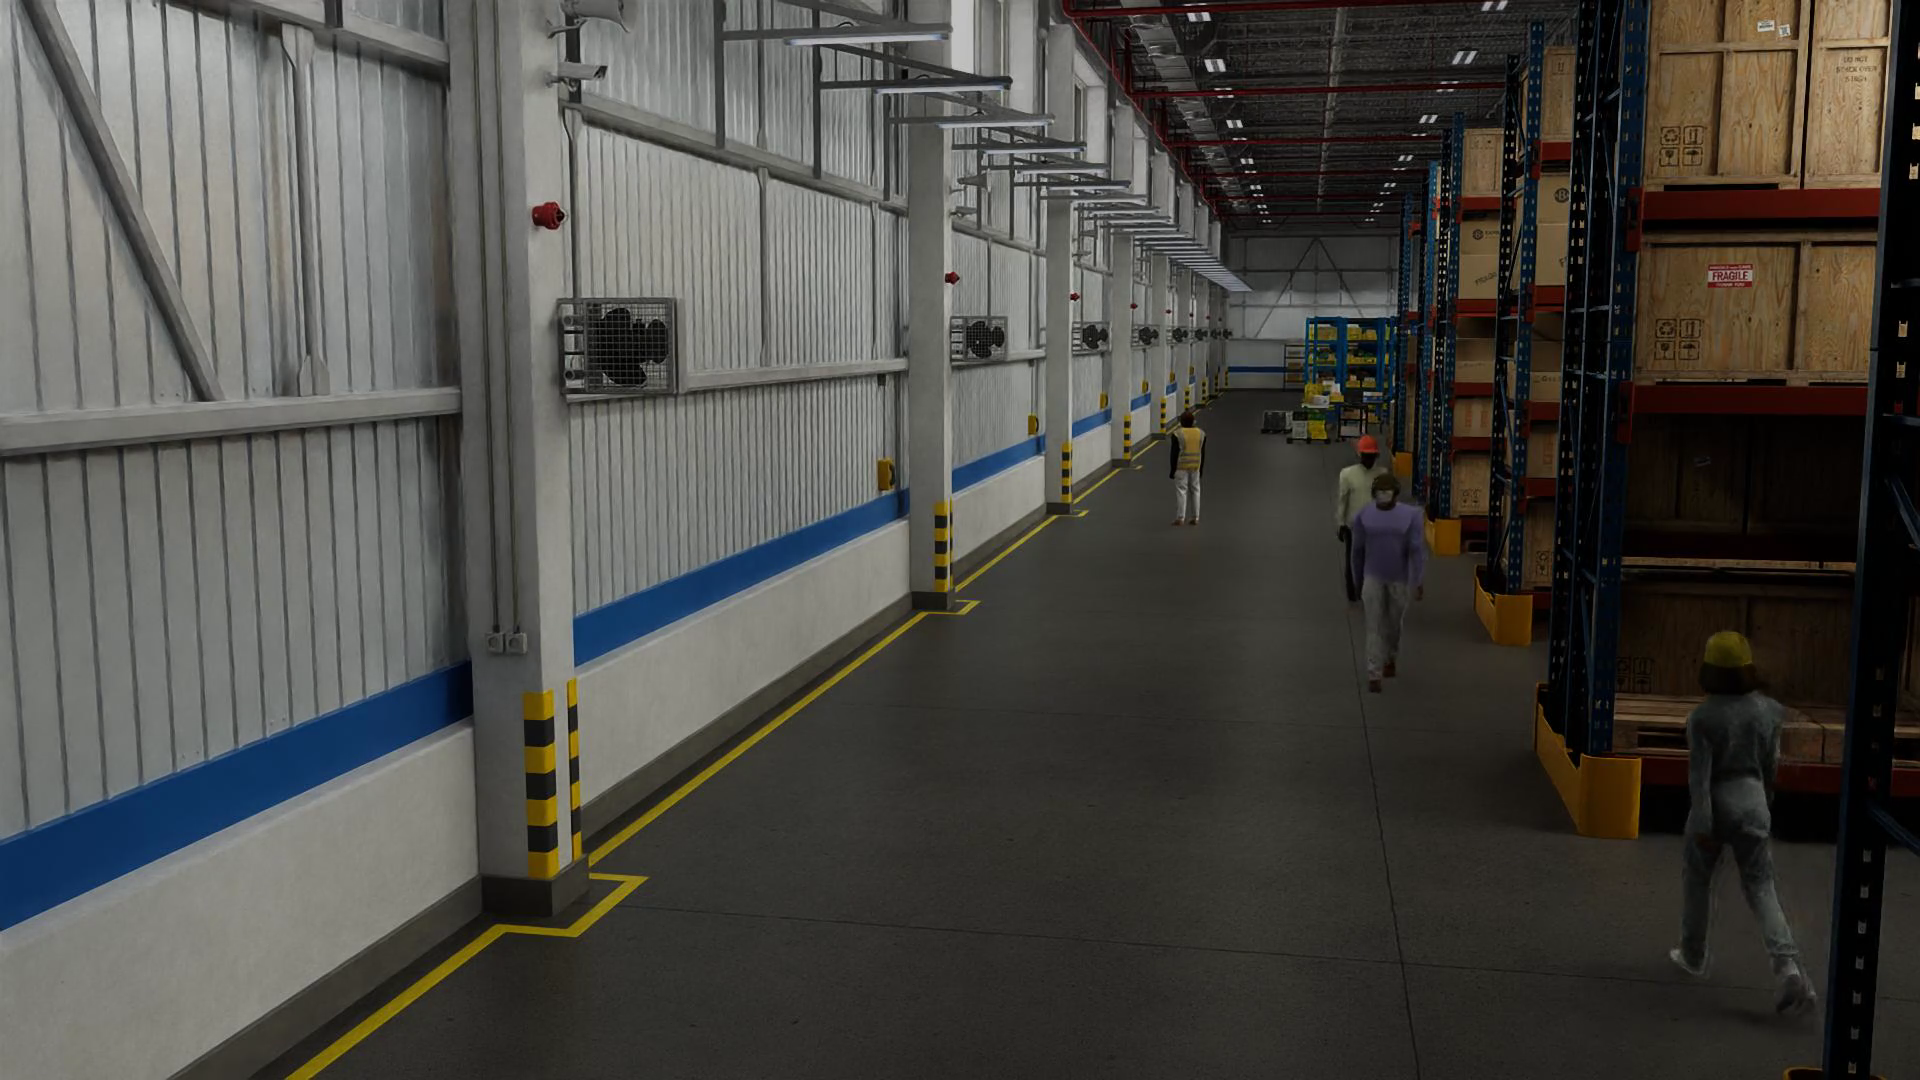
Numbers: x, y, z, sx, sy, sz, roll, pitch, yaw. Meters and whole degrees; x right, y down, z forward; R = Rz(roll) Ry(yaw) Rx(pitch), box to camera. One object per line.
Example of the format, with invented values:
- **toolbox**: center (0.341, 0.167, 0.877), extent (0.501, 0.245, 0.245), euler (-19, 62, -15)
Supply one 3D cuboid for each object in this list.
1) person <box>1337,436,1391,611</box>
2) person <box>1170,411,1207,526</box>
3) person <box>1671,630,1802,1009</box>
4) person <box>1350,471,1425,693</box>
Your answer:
- **person**: center (4.450, -0.156, 18.276), extent (0.633, 1.968, 0.782), euler (0, 7, 1)
- **person**: center (3.627, -1.141, 26.650), extent (0.624, 1.844, 0.429), euler (-3, 8, -23)
- **person**: center (3.621, 1.280, 7.754), extent (0.482, 1.712, 0.769), euler (0, 7, -2)
- **person**: center (3.744, 0.335, 14.605), extent (0.635, 1.915, 0.934), euler (2, 7, 13)
